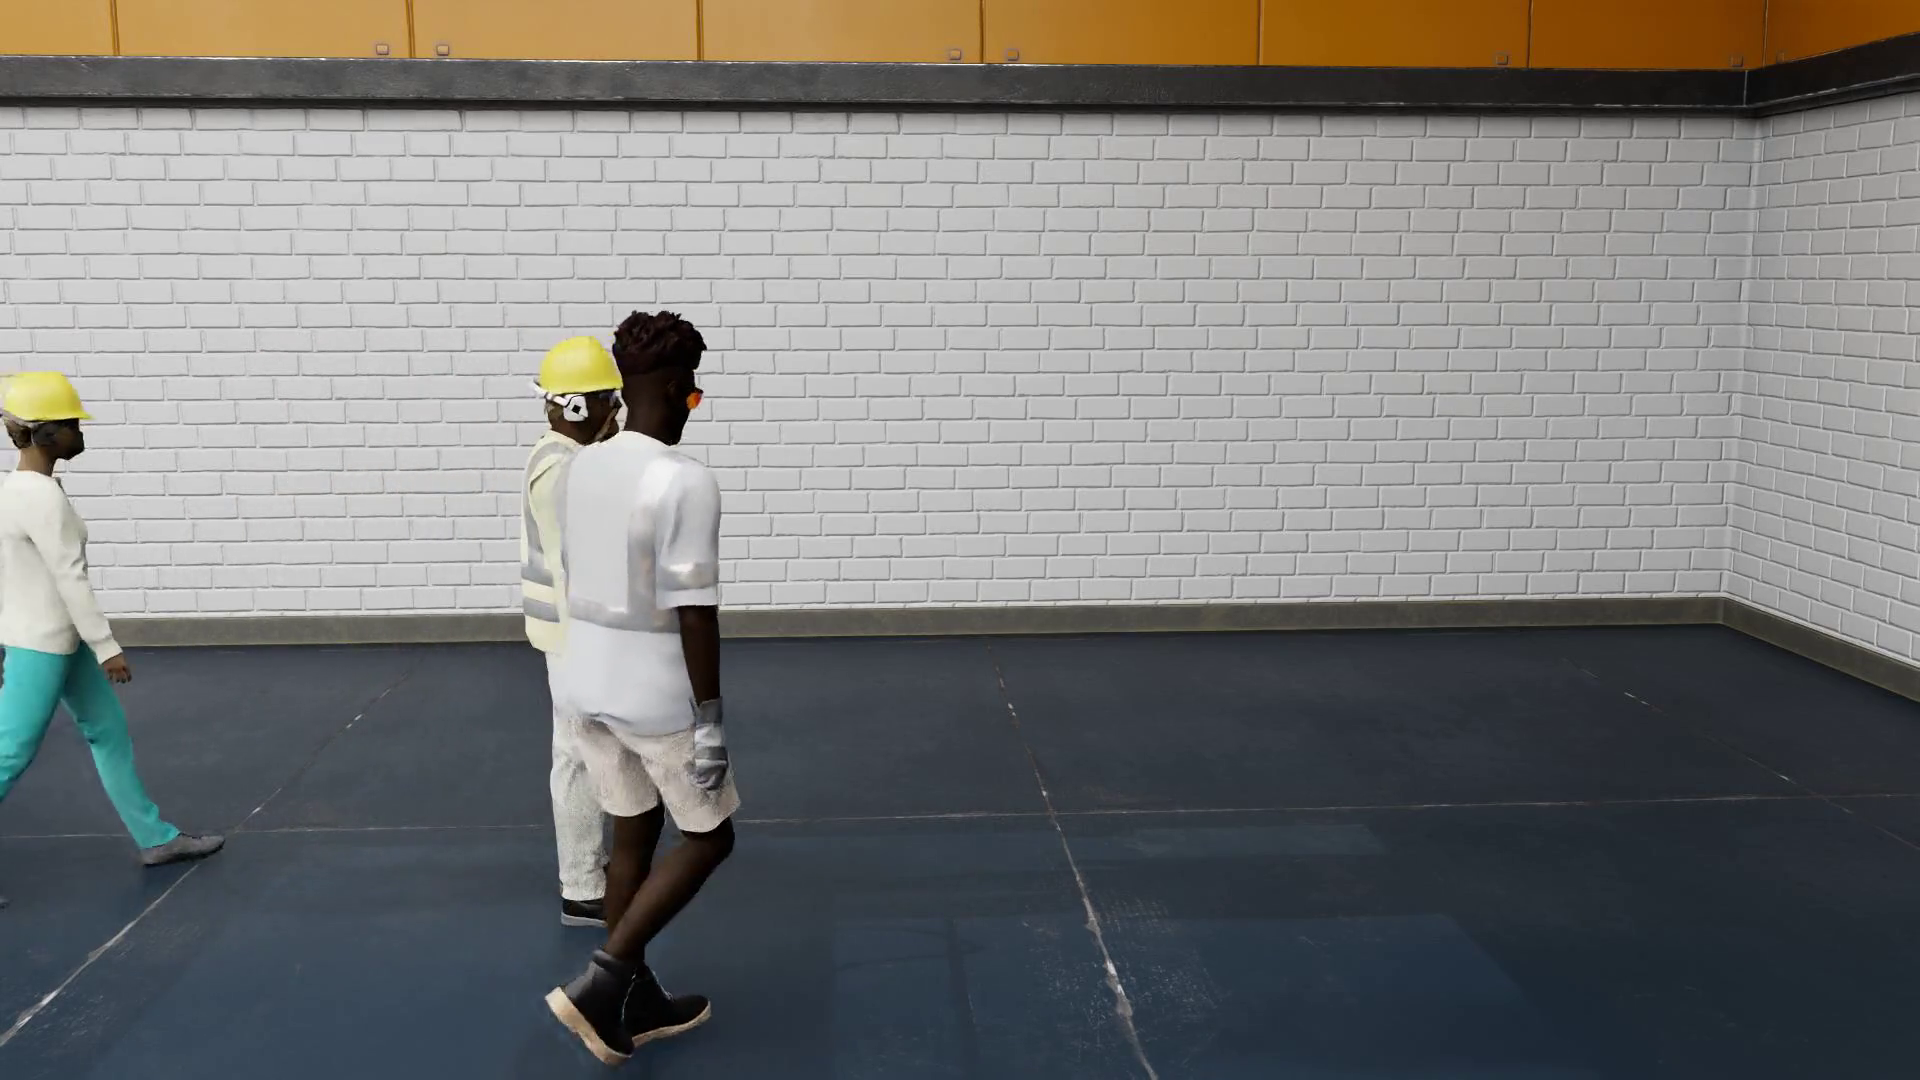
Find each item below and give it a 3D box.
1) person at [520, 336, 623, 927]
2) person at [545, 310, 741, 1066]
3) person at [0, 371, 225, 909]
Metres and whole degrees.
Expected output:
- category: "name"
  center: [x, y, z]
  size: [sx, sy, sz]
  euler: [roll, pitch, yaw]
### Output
- category: "person"
  center: [-1.163, 0.283, 5.224]
  size: [0.404, 1.835, 0.590]
  euler: [-2, 9, -12]
- category: "person"
  center: [-0.824, 0.390, 4.230]
  size: [0.644, 1.937, 0.526]
  euler: [8, 12, 41]
- category: "person"
  center: [-2.950, 0.321, 5.370]
  size: [0.920, 1.722, 0.527]
  euler: [-5, 11, -31]
